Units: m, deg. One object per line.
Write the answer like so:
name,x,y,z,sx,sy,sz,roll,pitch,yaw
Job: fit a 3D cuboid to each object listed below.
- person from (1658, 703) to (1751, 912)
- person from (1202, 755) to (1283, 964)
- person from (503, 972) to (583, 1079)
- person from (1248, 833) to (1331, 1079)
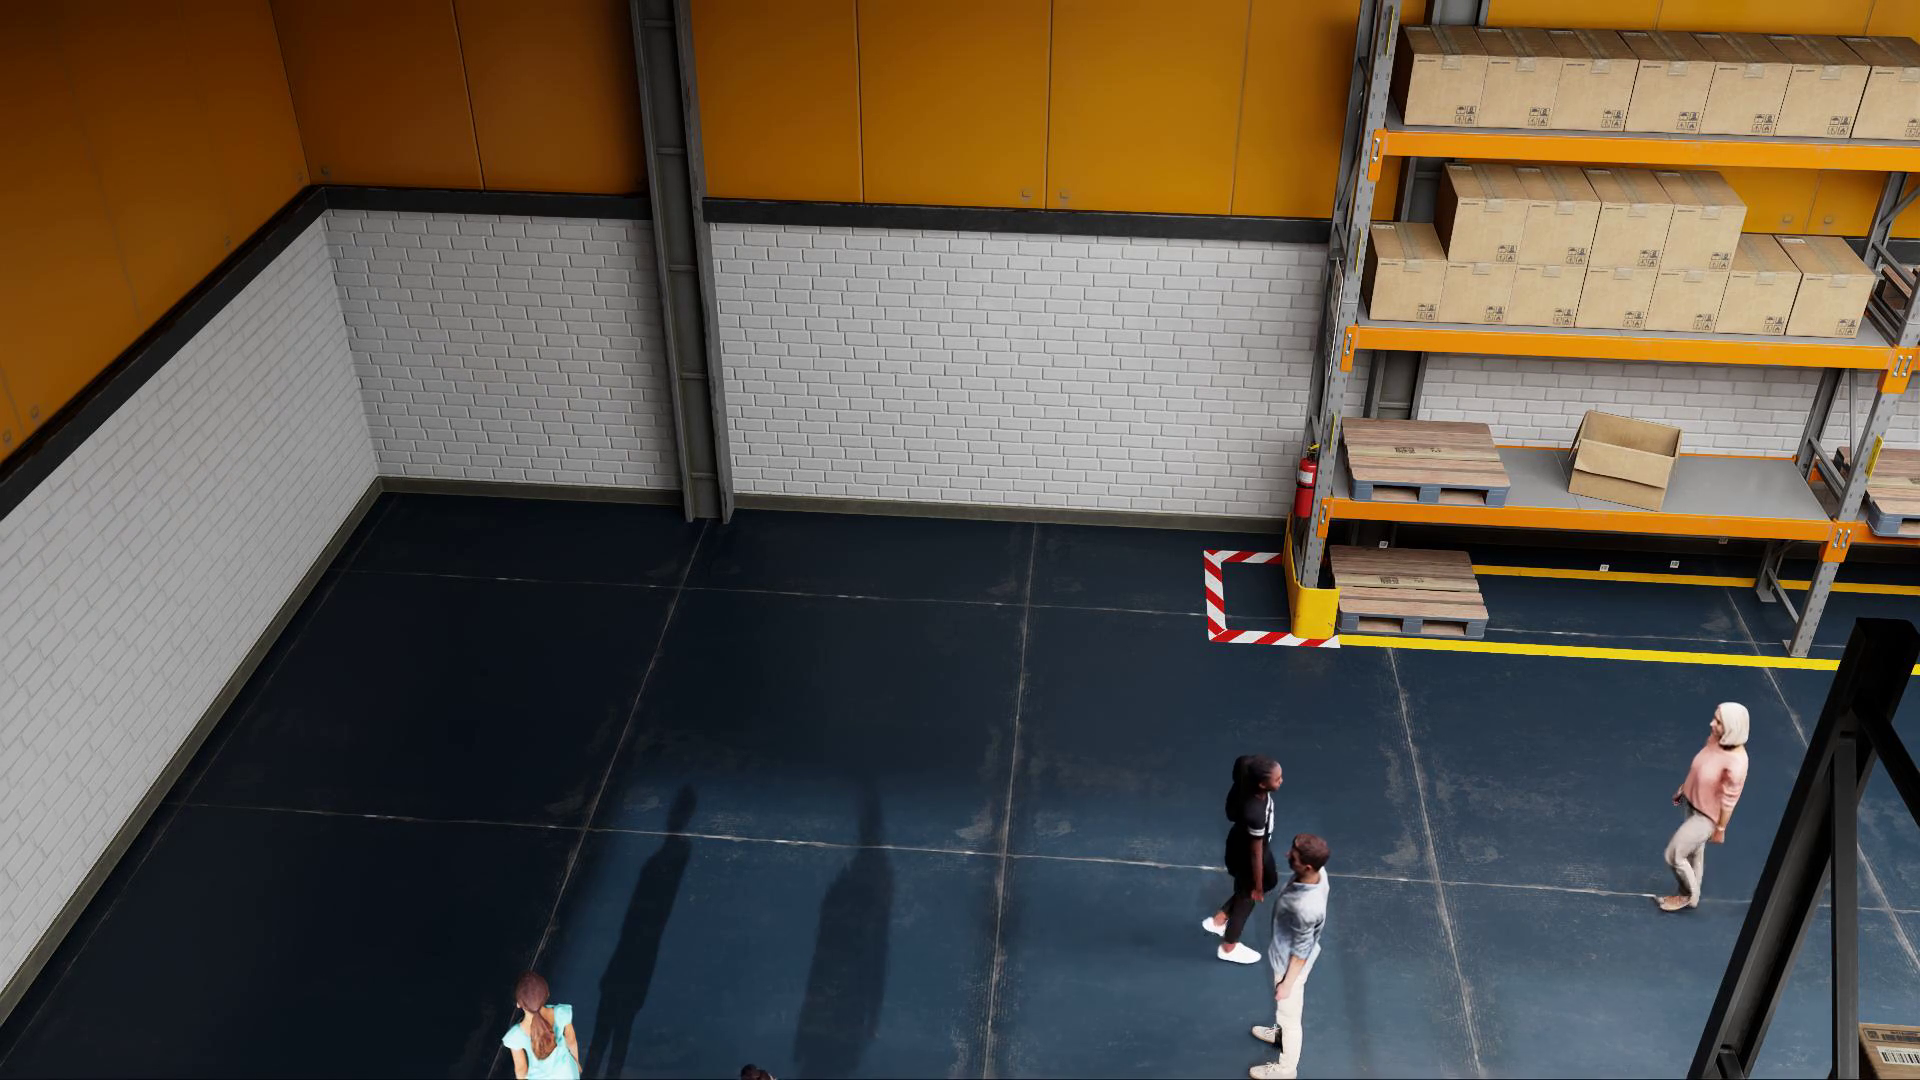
person,4.934,1.755,10.806,0.570,1.714,0.591,2,34,3
person,1.721,2.001,10.430,0.664,1.721,0.633,3,34,4
person,-2.264,2.944,9.158,0.644,1.558,0.710,-22,39,-29
person,1.943,2.420,9.684,0.585,1.847,0.681,7,34,11
